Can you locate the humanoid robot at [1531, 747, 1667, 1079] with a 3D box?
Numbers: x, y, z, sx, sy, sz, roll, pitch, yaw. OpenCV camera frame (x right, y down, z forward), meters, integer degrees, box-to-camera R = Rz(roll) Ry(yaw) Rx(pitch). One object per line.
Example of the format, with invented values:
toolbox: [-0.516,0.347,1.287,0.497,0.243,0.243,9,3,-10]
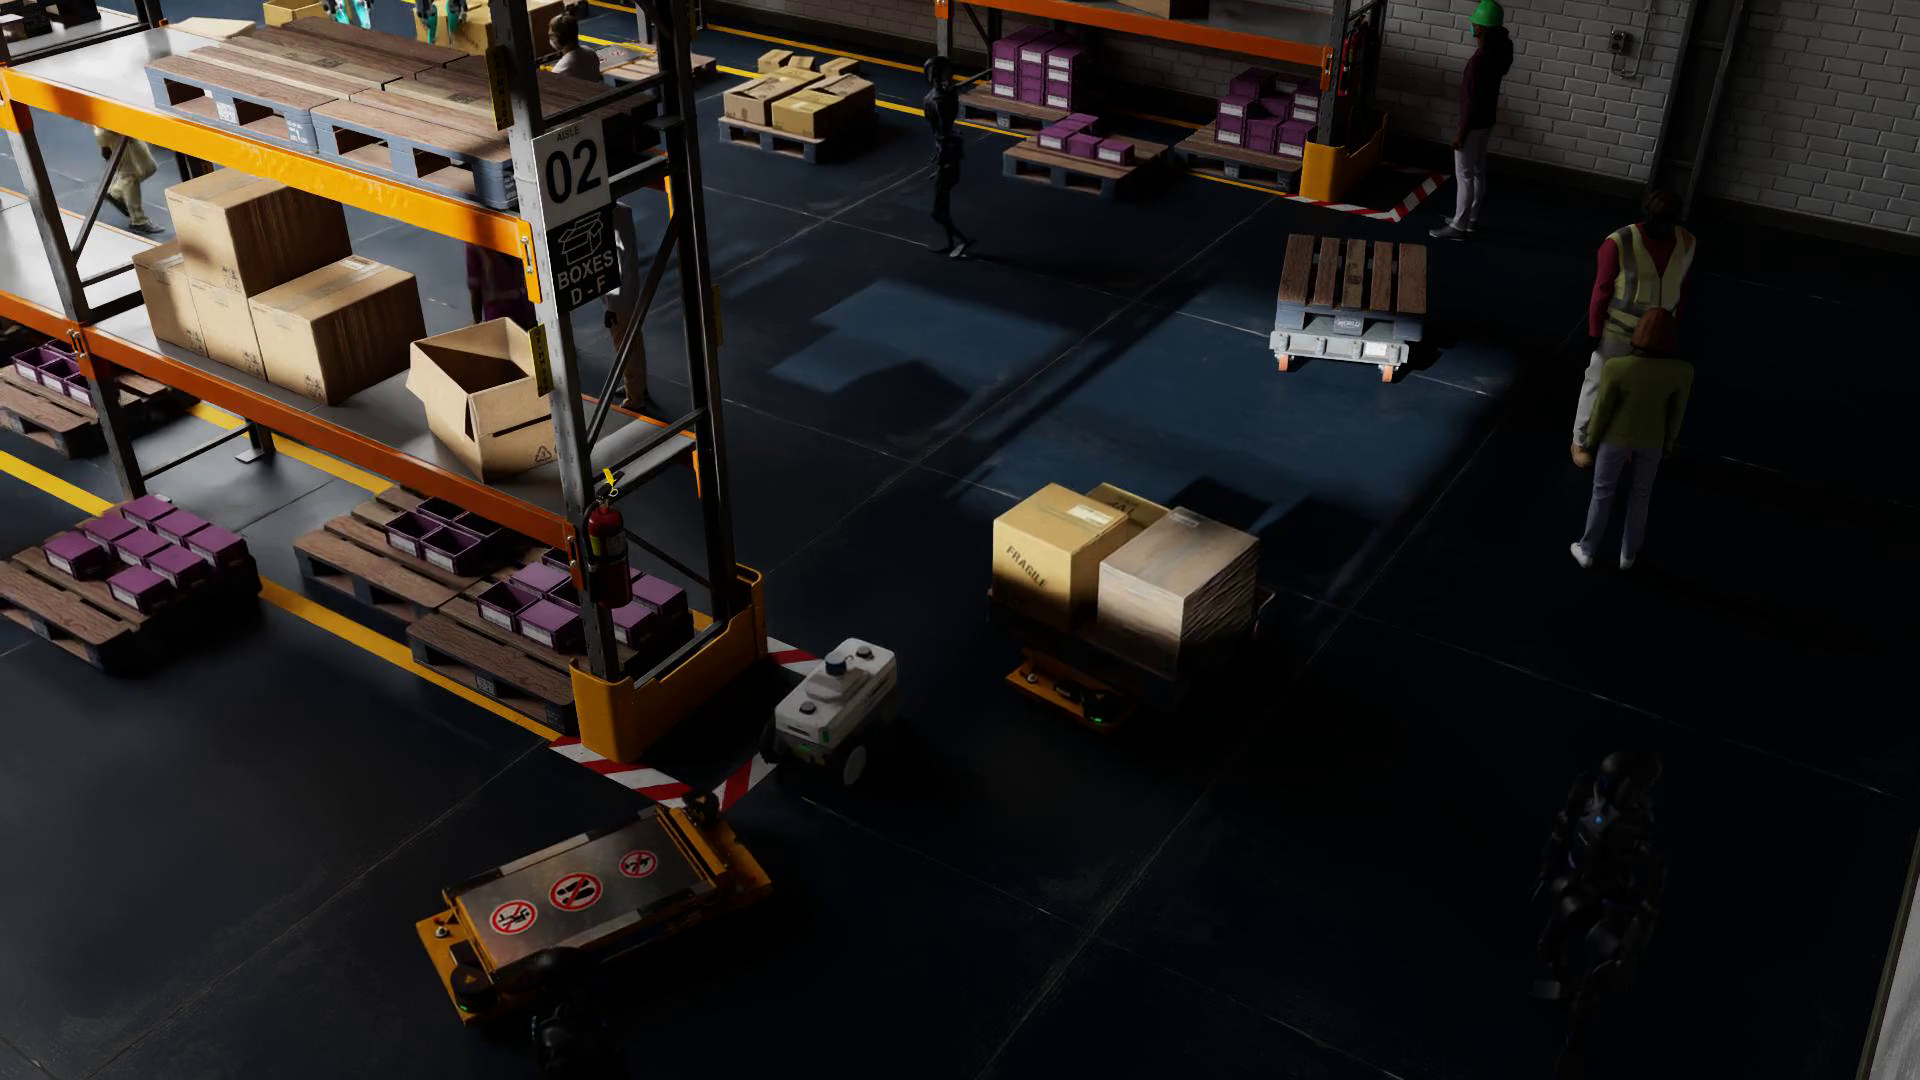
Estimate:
humanoid robot: [2.497,1.404,6.430,0.435,1.646,0.607,-11,35,-16]

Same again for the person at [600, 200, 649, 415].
person: [-2.289,-1.661,11.060,0.322,1.755,0.562,-1,33,-2]

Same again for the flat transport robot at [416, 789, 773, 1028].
flat transport robot: [-1.622,1.606,7.404,1.431,0.231,0.659,-20,38,-27]

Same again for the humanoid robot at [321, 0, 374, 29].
humanoid robot: [-6.155,-5.390,16.833,0.539,1.795,0.762,-18,37,-25]

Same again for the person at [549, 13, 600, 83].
person: [-3.048,-3.242,13.328,0.372,1.939,0.630,6,34,10]

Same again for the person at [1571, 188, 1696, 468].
person: [4.242,-1.321,10.463,0.624,1.844,0.429,-5,33,-7]

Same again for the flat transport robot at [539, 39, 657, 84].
flat transport robot: [-3.752,-4.960,17.496,0.659,0.231,1.431,24,40,32]

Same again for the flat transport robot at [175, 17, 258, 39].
flat transport robot: [-7.194,-4.078,16.141,1.431,0.231,0.659,7,34,10]

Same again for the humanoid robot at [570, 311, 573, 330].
humanoid robot: [-3.058,-2.185,11.932,0.551,1.710,1.074,-26,41,-34]

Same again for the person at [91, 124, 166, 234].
person: [-6.974,-3.381,13.723,0.465,1.730,0.580,1,33,1]

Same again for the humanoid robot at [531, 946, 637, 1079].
humanoid robot: [-1.247,1.974,5.593,0.794,1.624,0.590,3,33,4]

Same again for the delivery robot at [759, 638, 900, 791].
delivery robot: [-0.620,0.835,8.326,0.499,0.592,0.783,17,37,24]

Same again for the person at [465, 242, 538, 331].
person: [-2.884,-1.455,10.696,0.498,1.808,0.874,-24,40,-32]

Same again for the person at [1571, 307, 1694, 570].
person: [3.821,-0.561,9.481,0.498,1.633,0.279,5,33,8]

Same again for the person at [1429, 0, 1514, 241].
person: [4.201,-3.399,13.557,0.421,1.952,0.489,24,40,32]

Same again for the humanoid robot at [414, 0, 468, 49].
humanoid robot: [-5.294,-5.423,16.844,0.539,1.778,0.669,-17,37,-24]

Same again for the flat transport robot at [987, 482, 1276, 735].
flat transport robot: [0.947,0.529,9.060,0.659,0.231,1.431,25,40,33]

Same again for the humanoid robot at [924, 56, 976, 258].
humanoid robot: [-0.079,-3.059,13.284,0.414,1.635,0.591,-2,33,-3]
